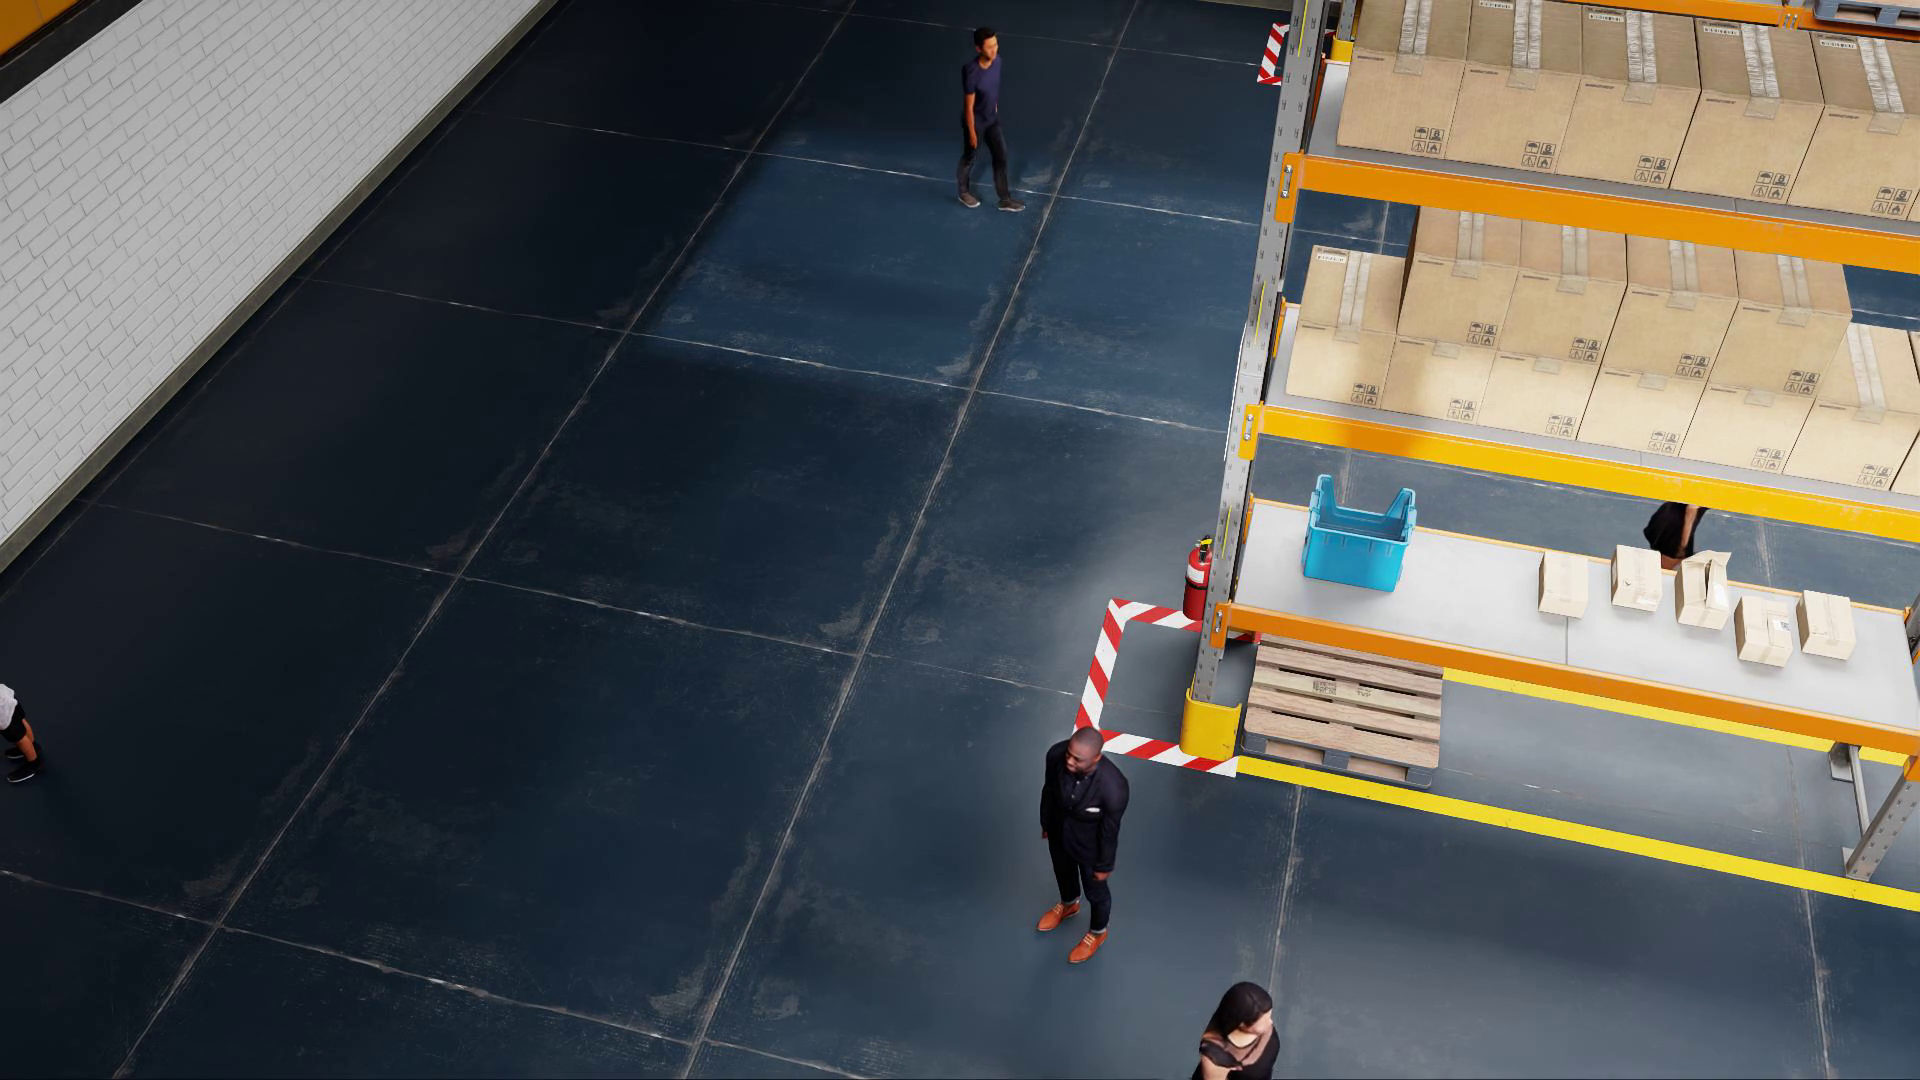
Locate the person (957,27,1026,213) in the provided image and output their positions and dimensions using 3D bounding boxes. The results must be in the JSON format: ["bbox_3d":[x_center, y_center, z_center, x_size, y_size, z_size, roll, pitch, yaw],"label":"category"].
[{"bbox_3d":[0.118,-3.747,14.743,1.035,1.768,0.901,31,52,29],"label":"person"}]

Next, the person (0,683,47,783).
[{"bbox_3d":[-5.900,0.969,10.160,0.629,1.262,0.579,-15,46,-16],"label":"person"}]

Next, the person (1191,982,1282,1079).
[{"bbox_3d":[1.214,2.633,8.104,1.112,1.688,0.858,24,49,23],"label":"person"}]

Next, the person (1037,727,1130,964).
[{"bbox_3d":[0.679,1.625,9.068,0.723,1.818,0.840,34,53,30],"label":"person"}]
